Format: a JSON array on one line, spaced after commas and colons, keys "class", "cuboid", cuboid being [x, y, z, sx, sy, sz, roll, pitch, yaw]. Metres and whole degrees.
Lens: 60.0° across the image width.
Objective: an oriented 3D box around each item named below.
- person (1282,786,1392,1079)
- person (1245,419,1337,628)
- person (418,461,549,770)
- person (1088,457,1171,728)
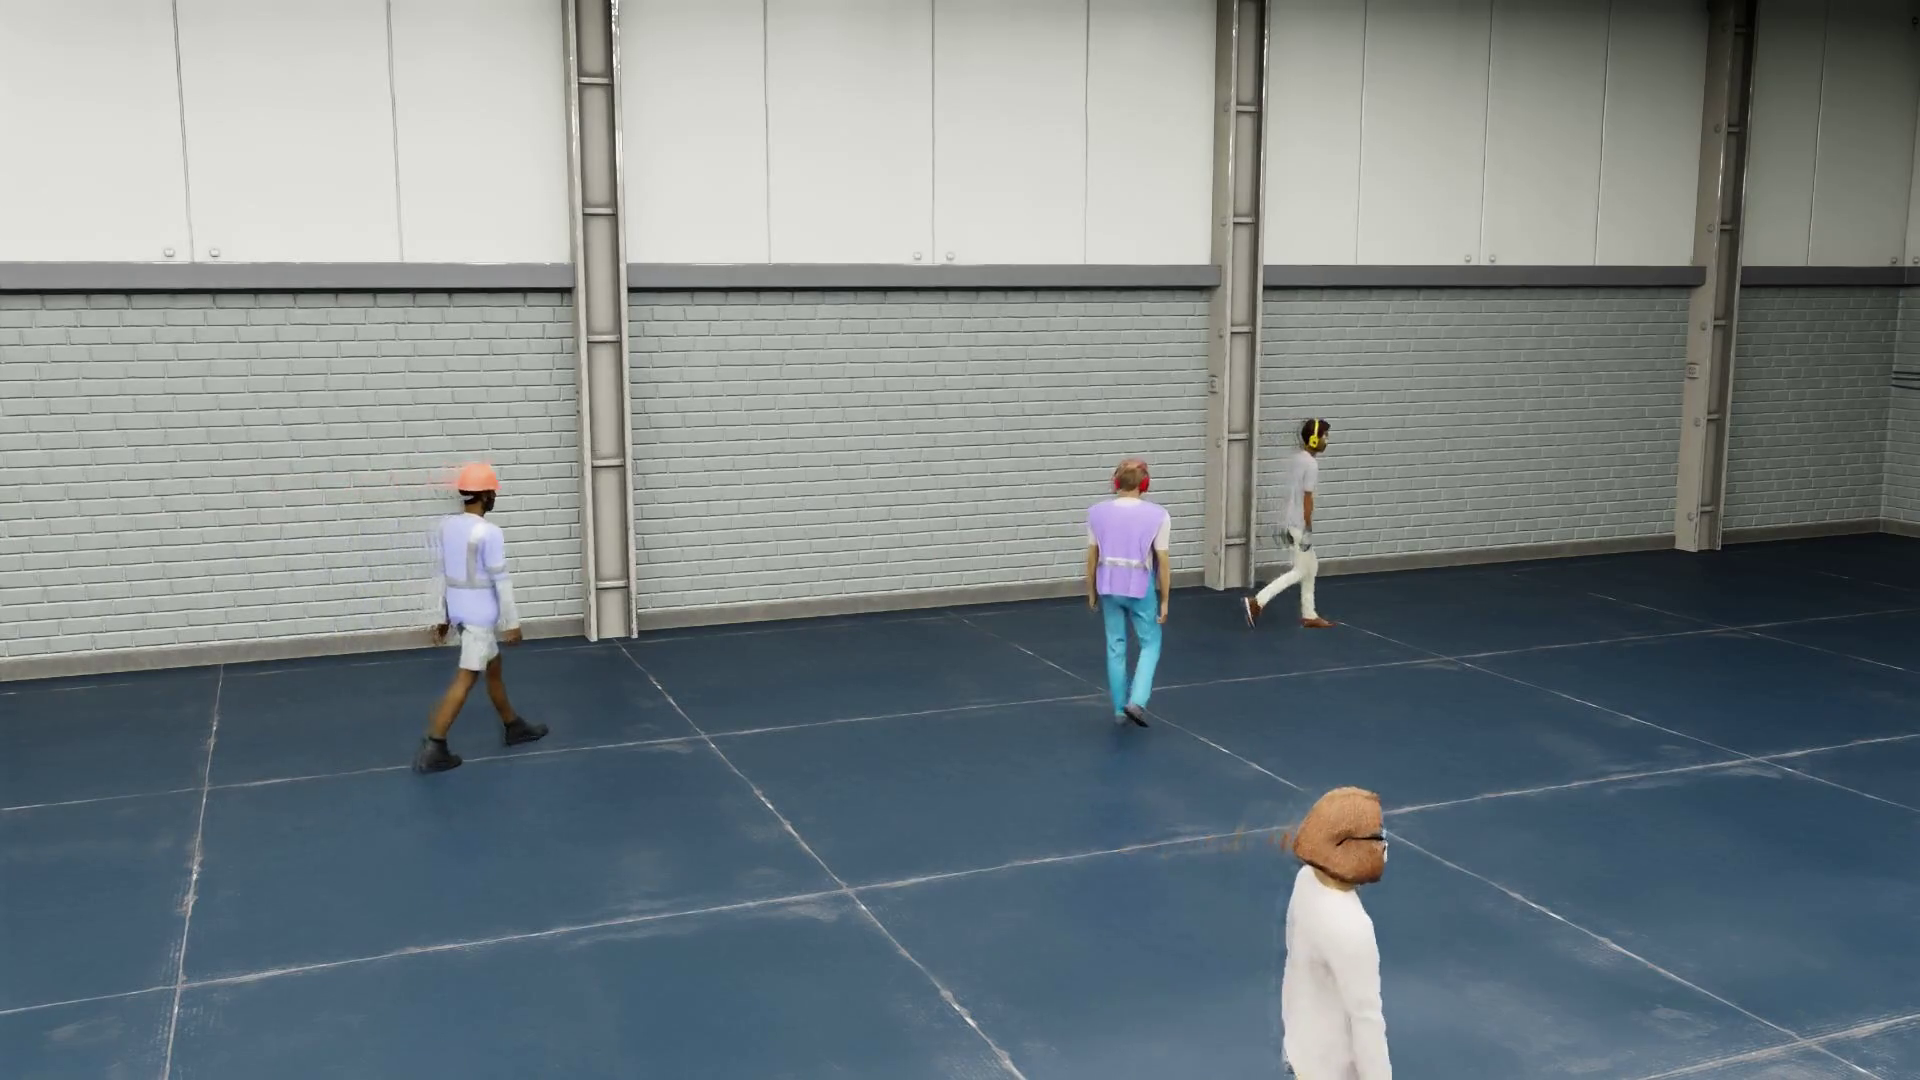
[{"class": "person", "cuboid": [1.087, 1.487, 4.707, 0.356, 1.622, 0.505, 0, 9, 2]}, {"class": "person", "cuboid": [2.830, -0.123, 14.166, 0.770, 1.835, 0.574, -1, 9, -4]}, {"class": "person", "cuboid": [-3.030, 0.454, 10.370, 0.564, 1.889, 1.007, 8, 12, 40]}, {"class": "person", "cuboid": [1.118, 0.361, 11.093, 0.595, 1.833, 0.470, 3, 10, 20]}]
